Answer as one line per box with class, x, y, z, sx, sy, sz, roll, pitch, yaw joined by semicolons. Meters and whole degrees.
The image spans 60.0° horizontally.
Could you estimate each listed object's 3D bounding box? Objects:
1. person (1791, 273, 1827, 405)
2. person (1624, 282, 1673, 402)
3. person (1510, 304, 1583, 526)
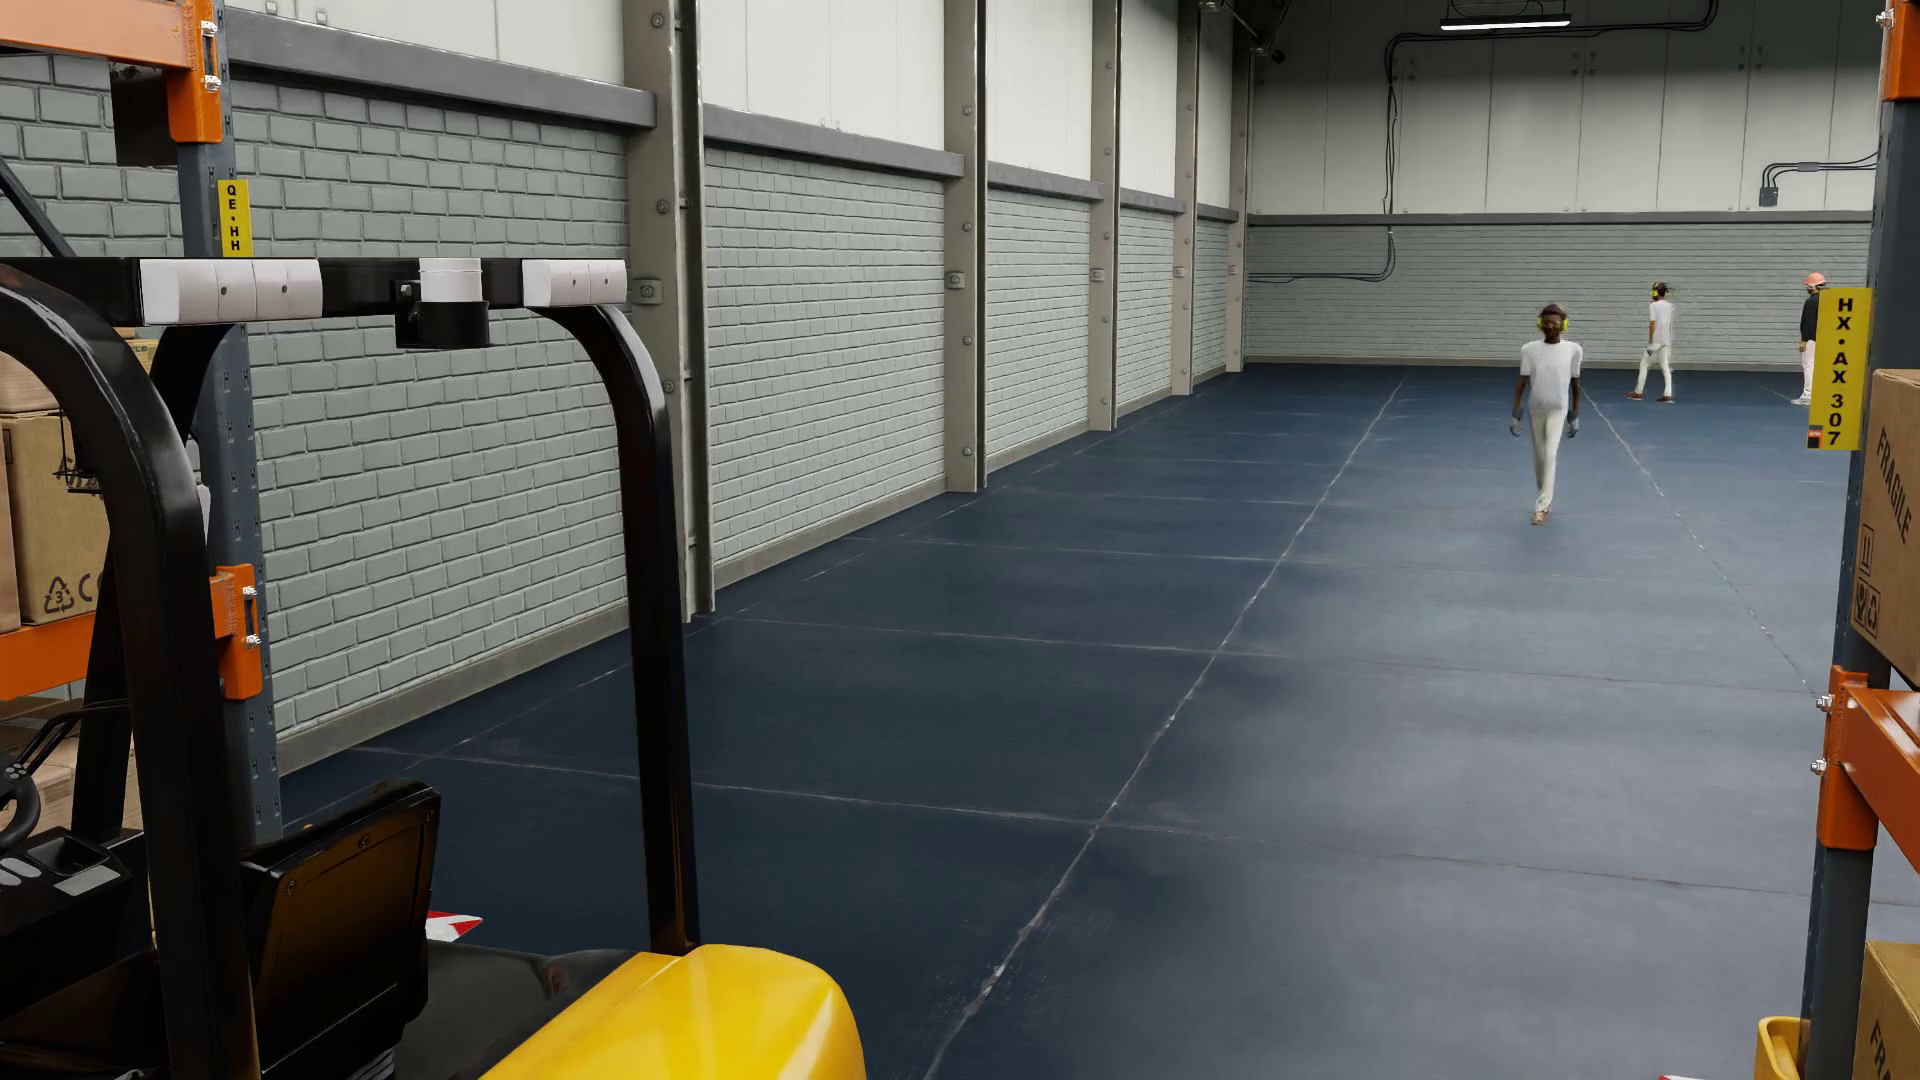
person;12.895;-3.041;25.184;0.625;1.992;0.386;-8;12;-39
person;10.753;-3.064;25.799;0.559;1.832;0.883;-5;11;-26
person;4.944;-1.077;14.021;0.529;1.837;0.971;5;11;28
